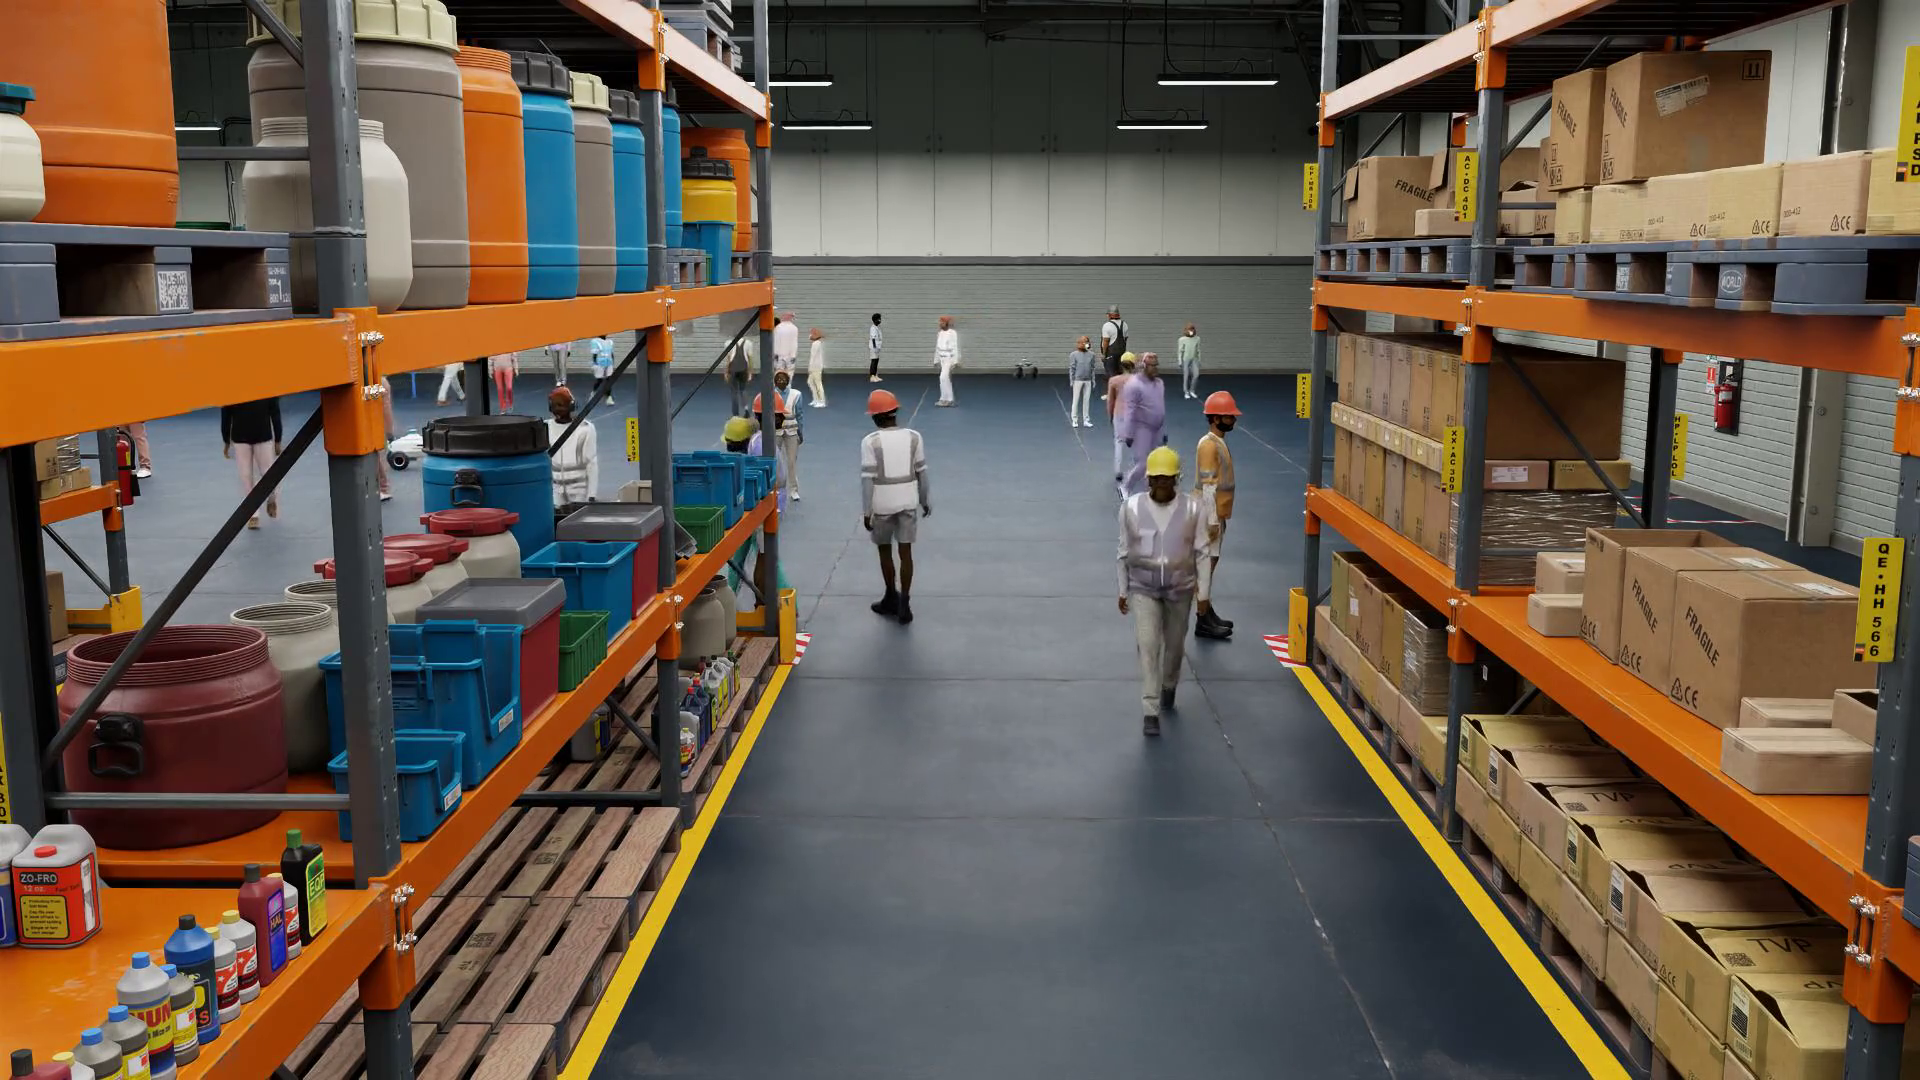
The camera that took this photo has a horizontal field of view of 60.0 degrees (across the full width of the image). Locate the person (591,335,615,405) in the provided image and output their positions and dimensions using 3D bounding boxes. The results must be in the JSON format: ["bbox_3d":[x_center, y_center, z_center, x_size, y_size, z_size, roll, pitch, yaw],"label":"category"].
[{"bbox_3d":[-7.409,-3.641,34.493,0.546,1.685,0.533,-9,13,-43],"label":"person"}]

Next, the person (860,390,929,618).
[{"bbox_3d":[-0.525,-0.299,13.825,0.665,1.907,0.595,-4,10,-22],"label":"person"}]

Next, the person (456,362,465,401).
[{"bbox_3d":[-10.783,-3.957,35.727,0.572,1.914,0.590,0,9,2],"label":"person"}]

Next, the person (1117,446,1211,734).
[{"bbox_3d":[1.310,0.278,10.717,0.599,1.798,0.882,1,10,6],"label":"person"}]

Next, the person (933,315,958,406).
[{"bbox_3d":[-0.374,-3.674,34.184,0.722,1.857,0.599,-6,11,-34],"label":"person"}]

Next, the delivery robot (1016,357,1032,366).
[{"bbox_3d":[1.651,-4.576,42.569,0.335,0.223,0.698,4,10,21],"label":"delivery robot"}]

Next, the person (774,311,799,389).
[{"bbox_3d":[-3.854,-4.118,36.811,0.669,1.877,0.561,8,13,41],"label":"person"}]

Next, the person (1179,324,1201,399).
[{"bbox_3d":[5.012,-3.880,36.135,0.534,1.616,0.484,-2,10,-11],"label":"person"}]

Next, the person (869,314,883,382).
[{"bbox_3d":[-2.090,-4.767,41.248,0.322,1.690,0.530,2,10,12],"label":"person"}]

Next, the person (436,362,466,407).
[{"bbox_3d":[-10.496,-3.709,34.368,0.645,1.875,1.087,5,11,28],"label":"person"}]

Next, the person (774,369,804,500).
[{"bbox_3d":[-2.205,-1.310,20.716,0.517,1.635,0.313,-2,10,-14],"label":"person"}]

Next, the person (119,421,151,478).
[{"bbox_3d":[-11.456,-1.800,22.870,0.636,1.899,0.401,4,10,21],"label":"person"}]

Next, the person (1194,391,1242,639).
[{"bbox_3d":[2.039,-0.212,13.220,0.362,1.939,0.542,2,10,14],"label":"person"}]

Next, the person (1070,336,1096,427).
[{"bbox_3d":[2.210,-2.854,29.946,0.507,1.636,0.272,-4,10,-20],"label":"person"}]

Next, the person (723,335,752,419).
[{"bbox_3d":[-4.151,-3.135,31.074,0.521,1.833,0.430,-4,10,-22],"label":"person"}]

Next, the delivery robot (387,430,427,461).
[{"bbox_3d":[-7.894,-1.354,24.045,0.707,0.478,0.477,-4,10,-23],"label":"delivery robot"}]

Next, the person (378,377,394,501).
[{"bbox_3d":[-7.312,-1.355,20.302,0.678,1.860,0.947,5,11,29],"label":"person"}]

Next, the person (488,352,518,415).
[{"bbox_3d":[-8.831,-3.270,32.084,0.558,1.743,0.593,-1,10,-9],"label":"person"}]

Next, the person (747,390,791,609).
[{"bbox_3d":[-1.526,-0.238,13.378,0.357,1.937,0.550,-2,10,-9],"label":"person"}]

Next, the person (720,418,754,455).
[{"bbox_3d":[-1.767,-0.160,13.590,0.863,1.701,0.588,-2,10,-14],"label":"person"}]

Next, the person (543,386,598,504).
[{"bbox_3d":[-3.478,-0.406,14.629,0.581,1.863,0.717,0,9,0],"label":"person"}]

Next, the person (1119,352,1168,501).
[{"bbox_3d":[2.240,-1.298,19.872,0.452,1.895,0.648,9,13,42],"label":"person"}]

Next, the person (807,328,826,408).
[{"bbox_3d":[-2.975,-3.516,33.984,0.519,1.616,0.511,0,9,0],"label":"person"}]

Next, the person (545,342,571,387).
[{"bbox_3d":[-9.540,-4.562,39.497,0.601,1.869,1.016,-2,10,-9],"label":"person"}]

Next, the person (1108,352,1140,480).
[{"bbox_3d":[2.306,-1.711,22.849,0.557,1.720,0.903,2,10,14],"label":"person"}]

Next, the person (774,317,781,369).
[{"bbox_3d":[-4.209,-4.244,38.096,0.540,1.696,0.316,-2,10,-9],"label":"person"}]

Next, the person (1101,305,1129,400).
[{"bbox_3d":[3.284,-4.041,35.980,0.673,2.000,0.536,-7,12,-37],"label":"person"}]

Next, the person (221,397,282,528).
[{"bbox_3d":[-7.917,-1.130,18.605,0.621,1.974,0.486,-3,10,-16],"label":"person"}]
